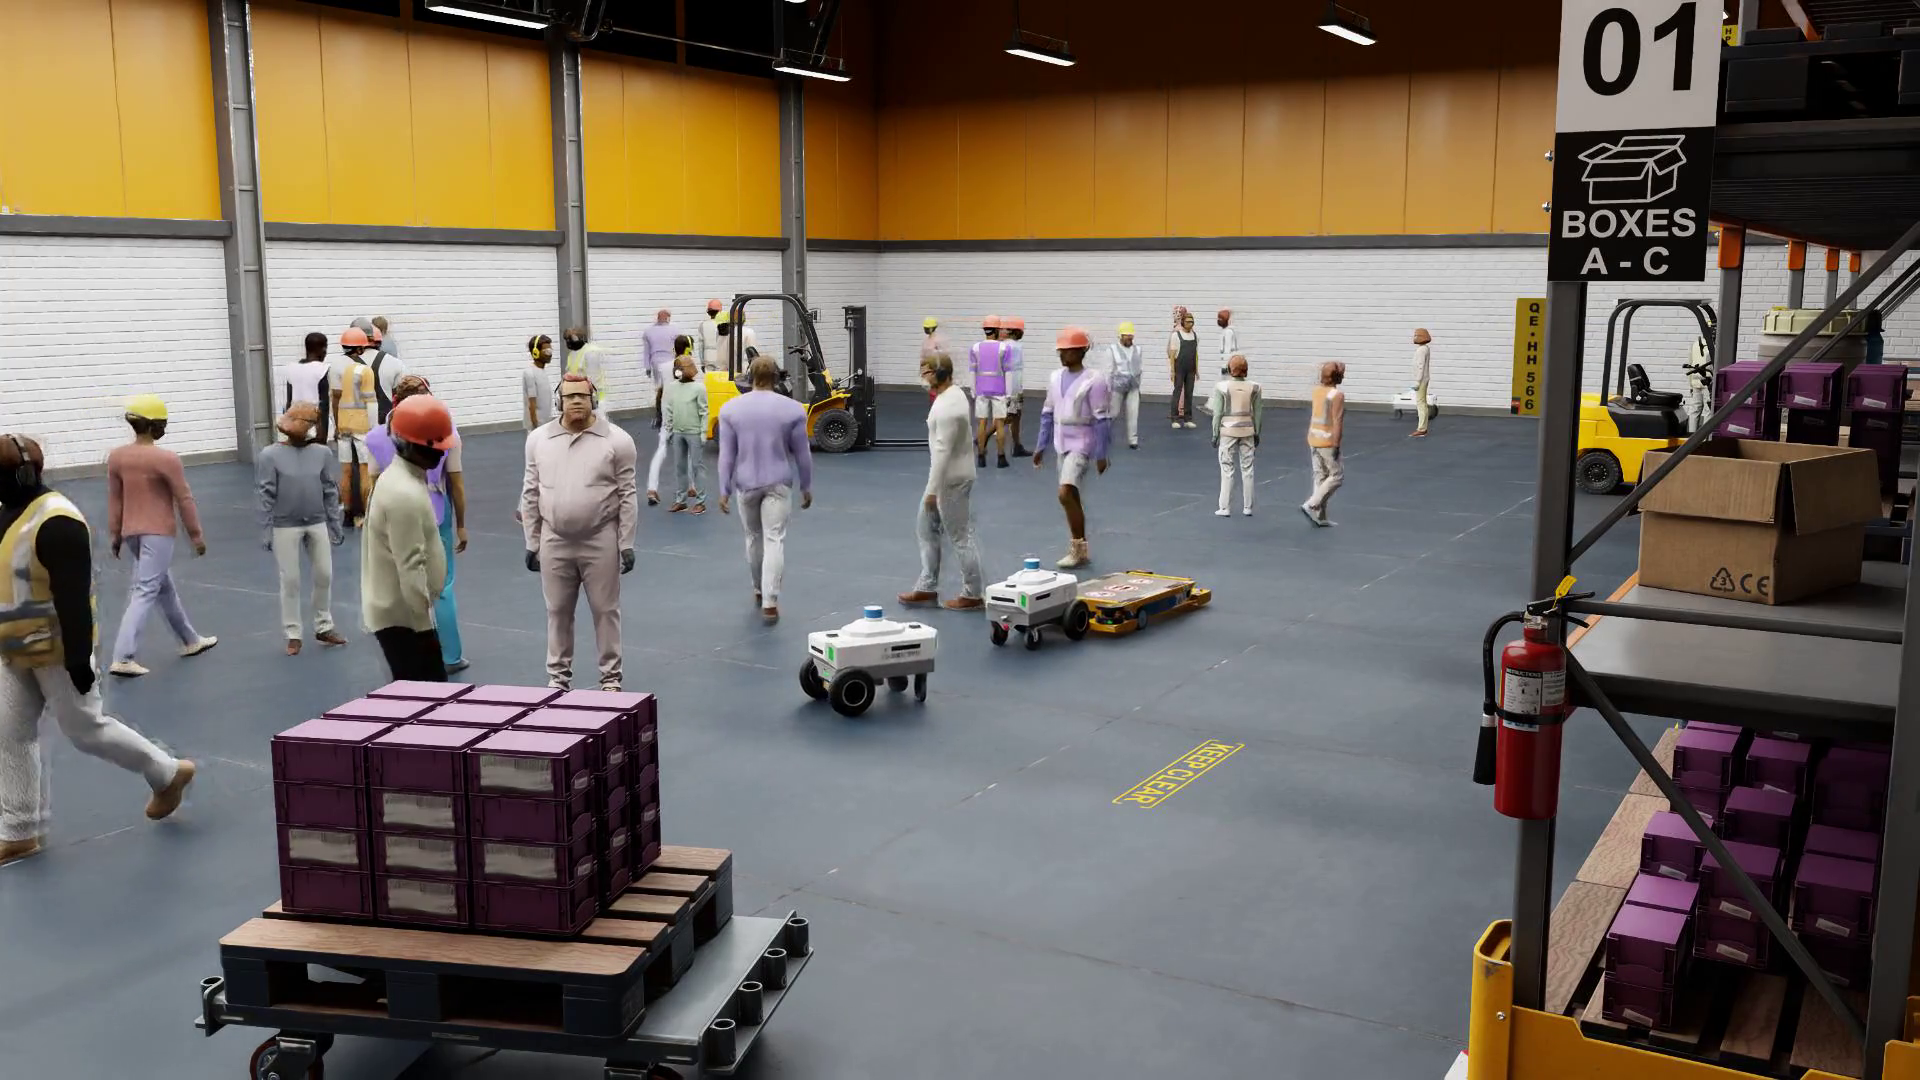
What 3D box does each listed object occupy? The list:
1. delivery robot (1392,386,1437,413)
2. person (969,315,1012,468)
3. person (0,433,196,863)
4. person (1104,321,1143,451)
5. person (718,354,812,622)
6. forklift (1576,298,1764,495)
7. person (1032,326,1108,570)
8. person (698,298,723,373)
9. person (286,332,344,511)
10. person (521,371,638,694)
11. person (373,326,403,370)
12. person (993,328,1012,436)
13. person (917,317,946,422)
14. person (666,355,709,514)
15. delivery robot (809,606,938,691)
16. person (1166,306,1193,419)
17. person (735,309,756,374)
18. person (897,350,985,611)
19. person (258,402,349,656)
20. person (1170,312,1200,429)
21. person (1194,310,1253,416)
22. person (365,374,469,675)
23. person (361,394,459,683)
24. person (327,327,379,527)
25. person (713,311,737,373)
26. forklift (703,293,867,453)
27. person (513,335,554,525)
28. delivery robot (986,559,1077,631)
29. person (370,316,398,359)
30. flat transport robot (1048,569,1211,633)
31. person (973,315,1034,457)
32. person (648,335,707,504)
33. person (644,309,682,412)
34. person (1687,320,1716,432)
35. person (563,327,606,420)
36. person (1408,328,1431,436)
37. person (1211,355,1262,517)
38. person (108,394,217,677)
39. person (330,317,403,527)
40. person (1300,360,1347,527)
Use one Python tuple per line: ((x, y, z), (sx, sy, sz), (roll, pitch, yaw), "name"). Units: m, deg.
((7.647, -2.344, 27.982), (0.707, 0.478, 0.477), (3, 10, 21), "delivery robot")
((0.392, -1.875, 21.057), (0.548, 1.933, 0.376), (2, 9, 12), "person")
((-3.786, 0.434, 7.069), (0.638, 1.814, 0.857), (7, 11, 36), "person")
((2.260, -2.155, 23.226), (0.601, 1.807, 0.806), (-4, 10, -21), "person")
((-1.390, -0.387, 11.944), (0.653, 1.885, 1.034), (0, 9, 0), "person")
((7.954, -1.589, 18.462), (2.313, 2.155, 1.214), (5, 11, 30), "forklift")
((0.884, -0.757, 13.812), (0.623, 2.022, 0.617), (-6, 11, -34), "person")
((-3.989, -2.922, 27.235), (0.615, 2.047, 0.356), (4, 10, 26), "person")
((-6.412, -1.151, 16.774), (0.579, 1.863, 0.963), (5, 11, 30), "person")
((-2.146, 0.010, 9.361), (0.651, 1.913, 0.409), (0, 9, 1), "person")
((-6.100, -1.299, 17.502), (0.560, 1.922, 0.533), (-7, 11, -36), "person")
((0.672, -2.375, 25.094), (0.511, 1.640, 0.308), (2, 9, 13), "person")
((-0.453, -2.808, 27.460), (0.411, 1.748, 0.560), (-6, 11, -33), "person")
((-2.793, -1.078, 17.017), (0.507, 1.631, 0.266), (5, 10, 28), "person")
((-0.487, 0.620, 9.482), (0.707, 0.478, 0.477), (-5, 10, -27), "delivery robot")
((3.716, -3.014, 28.252), (0.409, 1.907, 0.651), (4, 10, 21), "person")
((-3.574, -2.806, 27.013), (0.574, 1.887, 0.355), (1, 9, 8), "person")
((-0.179, -0.406, 11.972), (0.812, 1.903, 0.643), (0, 9, 0), "person")
((-4.276, -0.075, 10.801), (0.304, 1.625, 0.561), (9, 13, 44), "person")
((3.568, -2.683, 26.381), (0.516, 1.842, 0.328), (-4, 10, -22), "person")
((4.558, -3.023, 28.538), (1.023, 1.820, 0.593), (0, 9, -2), "person")
((-3.294, -0.079, 10.113), (0.563, 1.847, 0.394), (-1, 9, -7), "person")
((-2.509, 0.329, 7.278), (0.687, 1.948, 0.663), (-3, 9, -16), "person")
((-5.818, -1.078, 16.070), (0.545, 1.939, 0.373), (4, 10, 25), "person")
((-3.401, -2.415, 24.500), (0.498, 1.907, 0.611), (-7, 12, -39), "person")
((-2.458, -2.344, 23.176), (2.313, 2.155, 1.214), (0, 9, -2), "forklift")
((-4.125, -1.062, 16.293), (0.536, 1.877, 0.584), (0, 9, 2), "person")
((0.476, 0.369, 11.047), (0.477, 0.478, 0.707), (6, 11, 34), "delivery robot")
((-7.759, -2.017, 22.107), (0.981, 1.885, 0.635), (-1, 9, -6), "person")
((1.183, 0.422, 11.892), (0.652, 0.197, 1.431), (6, 11, 34), "flat transport robot")
((0.583, -2.031, 22.108), (0.841, 1.912, 0.549), (-3, 10, -18), "person")
((-3.104, -1.292, 17.859), (0.618, 1.815, 0.984), (5, 10, 28), "person")
((-4.828, -2.856, 27.382), (0.637, 1.875, 0.642), (2, 9, 12), "person")
((10.416, -2.160, 23.178), (0.403, 1.825, 0.586), (-4, 10, -23), "person")
((-4.727, -1.742, 20.659), (0.841, 1.784, 0.612), (-8, 12, -42), "person")
((6.969, -2.385, 25.174), (0.269, 1.632, 0.509), (4, 10, 25), "person")
((2.792, -1.045, 16.793), (0.523, 1.639, 0.306), (-2, 9, -11), "person")
((-4.986, -0.043, 10.304), (0.546, 1.716, 0.927), (3, 10, 20), "person")
((-5.800, -1.155, 16.229), (0.684, 2.000, 0.535), (-6, 11, -35), "person")
((3.498, -0.913, 16.000), (0.401, 1.624, 0.527), (-3, 10, -18), "person")
